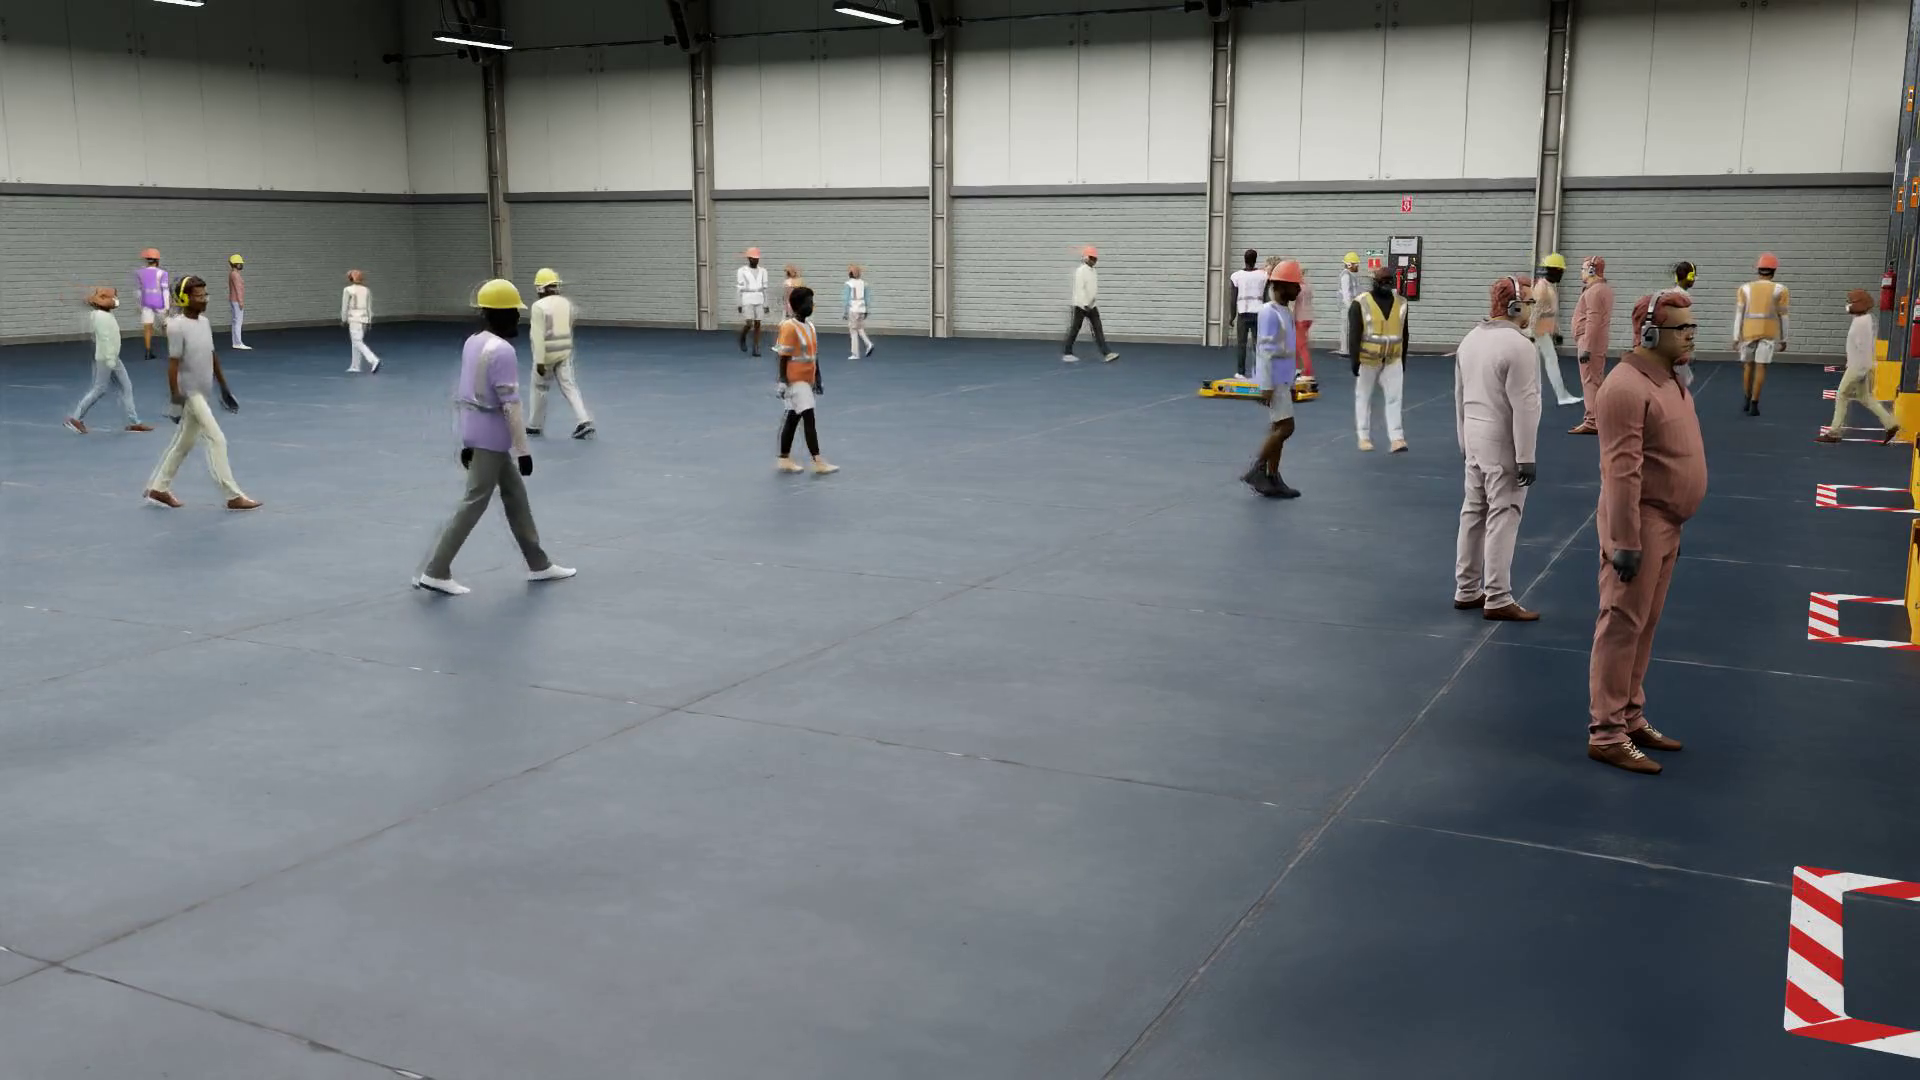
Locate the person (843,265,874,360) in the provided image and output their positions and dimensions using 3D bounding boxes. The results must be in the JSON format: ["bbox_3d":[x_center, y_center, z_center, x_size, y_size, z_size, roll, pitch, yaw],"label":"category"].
[{"bbox_3d":[-1.763,-3.898,28.510,0.407,1.626,0.531,8,13,36],"label":"person"}]

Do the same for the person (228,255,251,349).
[{"bbox_3d":[-13.536,-4.461,31.211,0.319,1.767,0.534,-7,13,-34],"label":"person"}]

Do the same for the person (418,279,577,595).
[{"bbox_3d":[-2.831,-0.616,9.961,0.995,1.878,0.605,-7,12,-32],"label":"person"}]

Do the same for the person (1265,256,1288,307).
[{"bbox_3d":[4.502,-3.136,23.827,0.437,1.830,0.520,4,11,23],"label":"person"}]

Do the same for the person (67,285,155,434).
[{"bbox_3d":[-9.224,-1.940,17.904,0.807,1.602,0.516,-3,11,-14],"label":"person"}]

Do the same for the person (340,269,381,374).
[{"bbox_3d":[-9.275,-3.375,25.707,0.734,1.612,0.516,4,11,19],"label":"person"}]

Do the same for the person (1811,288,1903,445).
[{"bbox_3d":[9.169,-1.751,16.867,0.749,1.601,0.519,7,12,32],"label":"person"}]

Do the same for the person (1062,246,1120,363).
[{"bbox_3d":[2.163,-3.938,27.899,1.040,1.940,0.617,8,13,38],"label":"person"}]

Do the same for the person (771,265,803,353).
[{"bbox_3d":[-3.036,-4.147,29.965,0.832,1.594,0.521,9,14,41],"label":"person"}]

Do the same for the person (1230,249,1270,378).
[{"bbox_3d":[4.320,-3.364,24.811,0.587,1.920,0.391,1,10,4],"label":"person"}]

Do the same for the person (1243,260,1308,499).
[{"bbox_3d":[2.588,-1.283,13.428,0.387,1.926,0.579,5,12,27],"label":"person"}]

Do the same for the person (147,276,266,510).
[{"bbox_3d":[-5.950,-1.131,12.915,0.964,1.832,0.529,0,10,0],"label":"person"}]

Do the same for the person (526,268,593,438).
[{"bbox_3d":[-4.256,-1.957,17.496,0.920,1.793,0.606,6,12,30],"label":"person"}]

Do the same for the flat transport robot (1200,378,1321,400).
[{"bbox_3d":[3.930,-1.985,21.786,1.431,0.197,0.652,7,12,33],"label":"flat transport robot"}]

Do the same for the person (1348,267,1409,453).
[{"bbox_3d":[4.131,-1.741,16.237,0.650,1.811,0.858,-1,10,-7],"label":"person"}]

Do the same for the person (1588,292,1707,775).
[{"bbox_3d":[2.773,-0.038,6.703,0.410,1.909,0.643,7,13,35],"label":"person"}]

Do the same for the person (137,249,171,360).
[{"bbox_3d":[-13.918,-4.085,28.825,0.559,1.884,0.974,0,10,-1],"label":"person"}]

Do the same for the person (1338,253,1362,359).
[{"bbox_3d":[6.738,-4.036,28.758,0.404,1.826,0.611,4,11,20],"label":"person"}]

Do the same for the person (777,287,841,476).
[{"bbox_3d":[-1.317,-1.402,14.755,0.768,1.666,0.556,3,11,17],"label":"person"}]

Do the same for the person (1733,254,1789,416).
[{"bbox_3d":[9.579,-2.444,19.854,0.568,1.891,0.930,8,13,36],"label":"person"}]

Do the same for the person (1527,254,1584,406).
[{"bbox_3d":[7.391,-2.594,20.684,0.917,1.885,0.598,5,12,25],"label":"person"}]

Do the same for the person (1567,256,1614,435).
[{"bbox_3d":[6.762,-2.085,17.870,0.400,1.907,0.645,6,12,31],"label":"person"}]

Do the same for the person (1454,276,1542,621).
[{"bbox_3d":[3.025,-0.509,9.275,0.407,1.906,0.655,-3,11,-14],"label":"person"}]

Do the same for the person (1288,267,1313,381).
[{"bbox_3d":[5.009,-3.204,24.487,0.674,1.705,0.540,9,14,41],"label":"person"}]

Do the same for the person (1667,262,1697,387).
[{"bbox_3d":[7.814,-2.097,18.098,0.452,1.844,0.547,2,11,10],"label":"person"}]

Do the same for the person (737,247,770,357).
[{"bbox_3d":[-3.636,-4.178,29.221,0.555,1.922,0.523,-7,12,-32],"label":"person"}]
